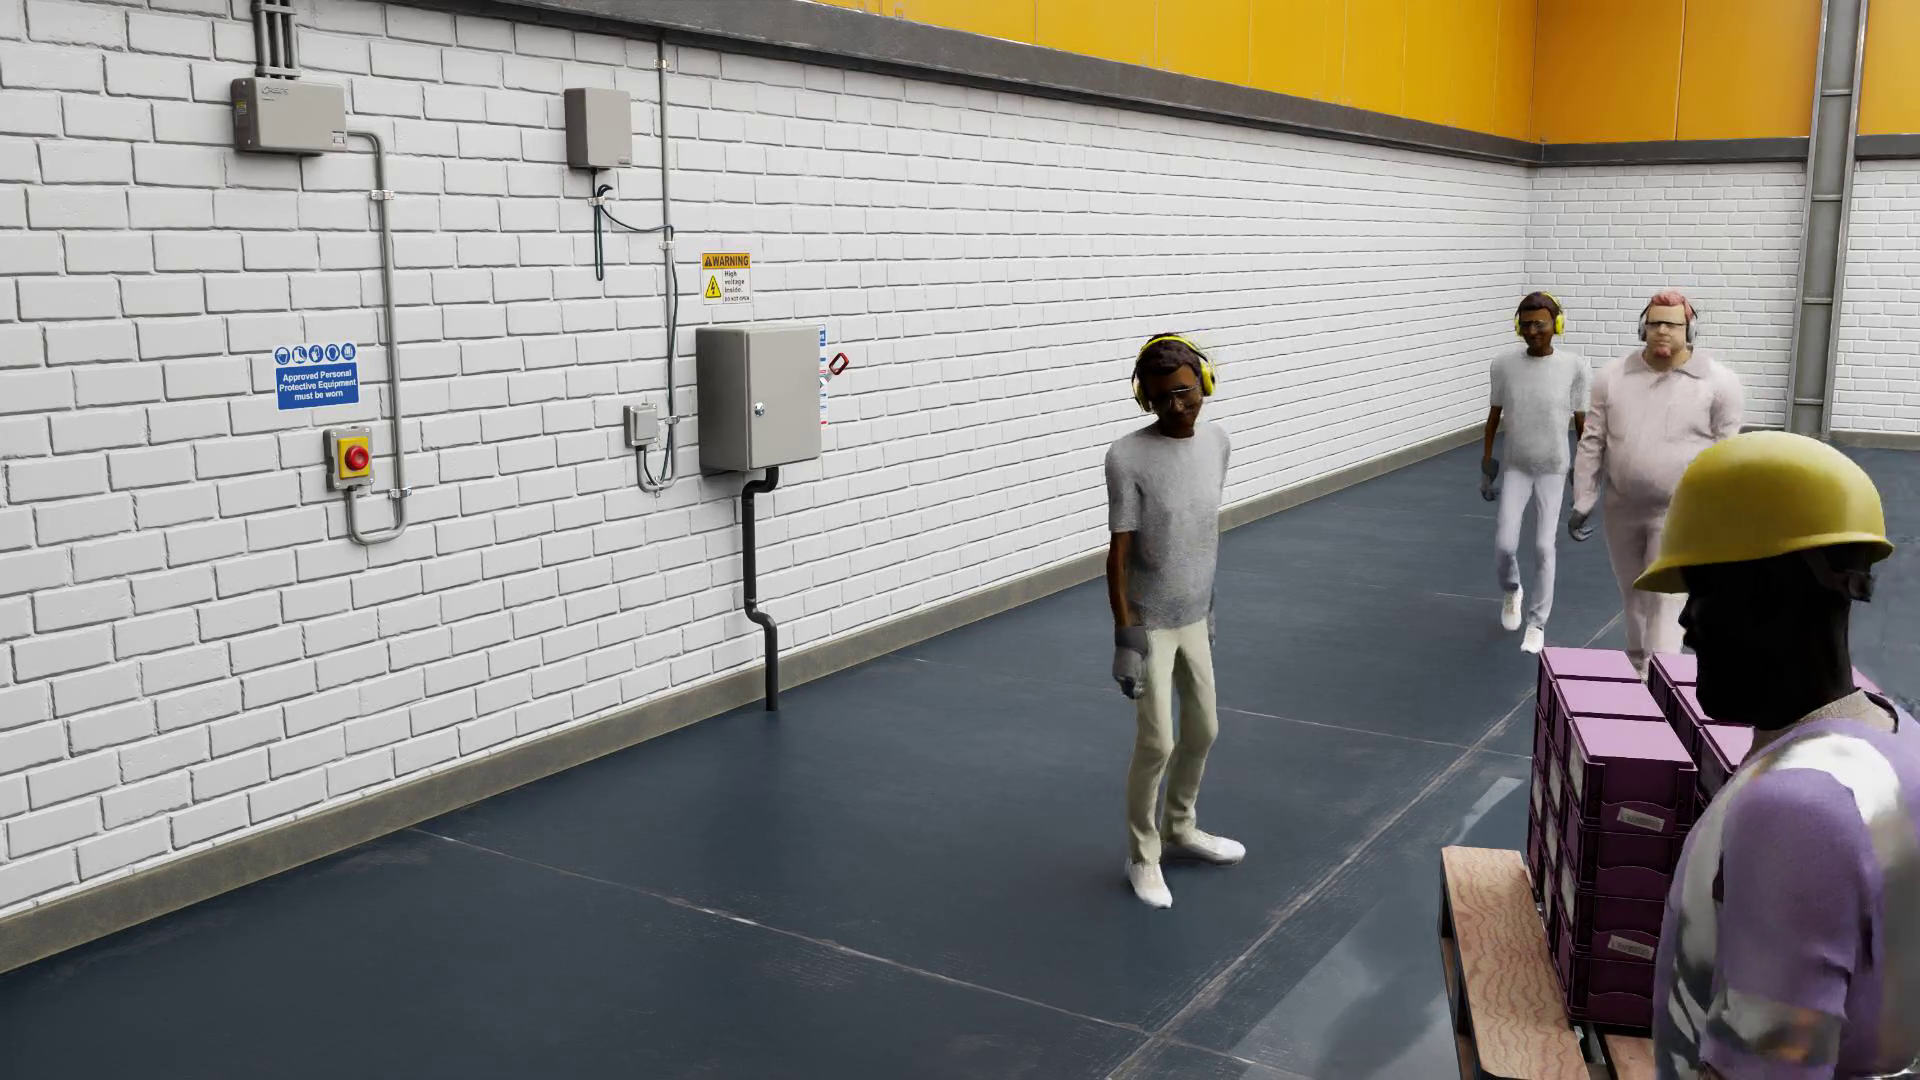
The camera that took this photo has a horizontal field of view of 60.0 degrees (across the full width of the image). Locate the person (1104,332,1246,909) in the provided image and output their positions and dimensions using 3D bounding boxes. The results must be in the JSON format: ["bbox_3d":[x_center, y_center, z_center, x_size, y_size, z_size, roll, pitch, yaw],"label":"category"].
[{"bbox_3d":[0.667,0.255,5.243,0.618,1.828,0.466,-8,13,-37],"label":"person"}]

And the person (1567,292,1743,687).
[{"bbox_3d":[2.984,-0.128,7.237,0.639,1.868,0.962,9,13,40],"label":"person"}]

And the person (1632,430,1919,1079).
[{"bbox_3d":[1.045,0.819,1.981,0.800,1.875,0.637,6,12,29],"label":"person"}]

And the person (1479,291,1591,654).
[{"bbox_3d":[2.961,-0.350,8.553,0.550,1.845,0.484,5,11,25],"label":"person"}]
